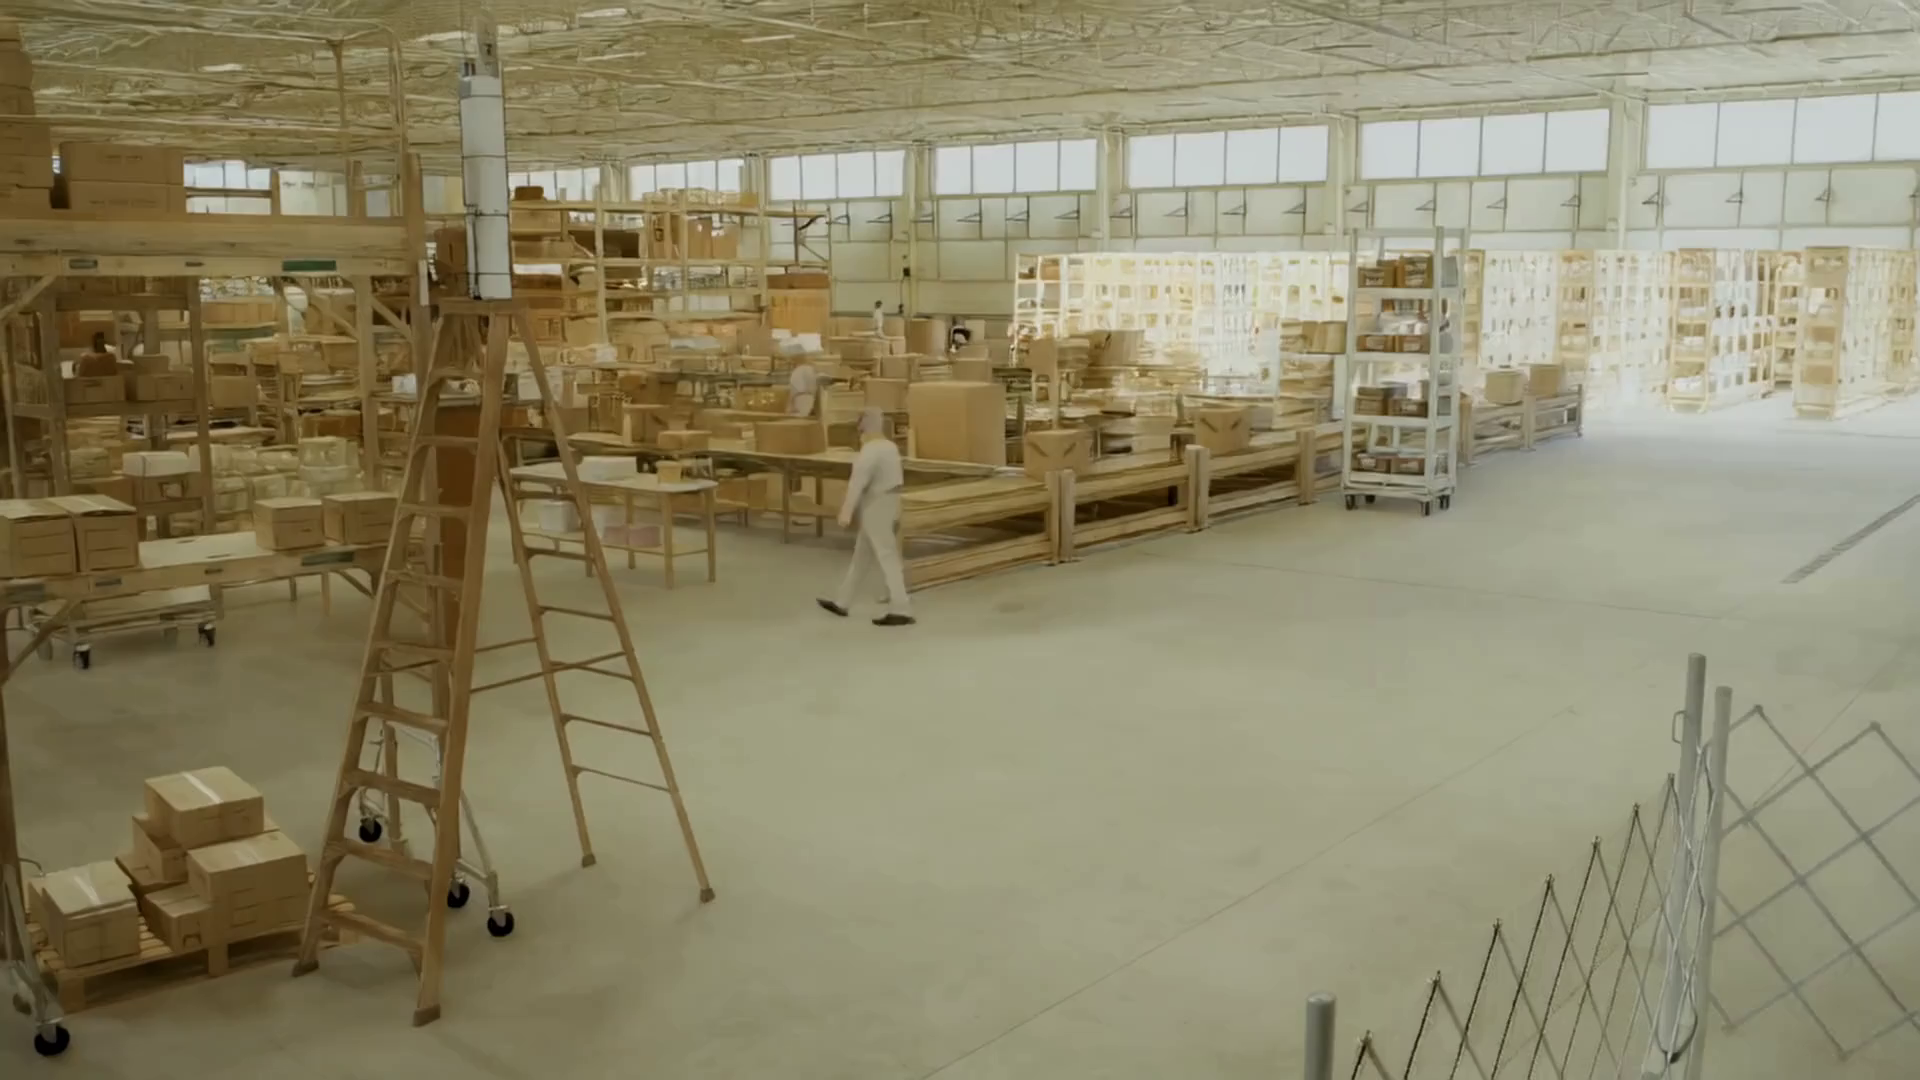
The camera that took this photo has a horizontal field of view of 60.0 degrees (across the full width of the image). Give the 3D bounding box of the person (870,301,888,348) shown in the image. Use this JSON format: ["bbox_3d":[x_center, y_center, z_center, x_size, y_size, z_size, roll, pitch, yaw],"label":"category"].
[{"bbox_3d":[-3.378,-8.828,68.104,0.744,1.919,0.637,-4,10,-21],"label":"person"}]

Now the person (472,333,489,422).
[{"bbox_3d":[-9.635,-3.300,33.908,0.587,1.826,0.404,-9,13,-44],"label":"person"}]

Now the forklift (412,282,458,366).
[{"bbox_3d":[-15.706,-6.528,50.774,1.129,2.768,1.873,7,11,36],"label":"forklift"}]

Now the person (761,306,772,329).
[{"bbox_3d":[-6.406,-6.777,55.144,0.634,1.979,0.628,3,9,16],"label":"person"}]

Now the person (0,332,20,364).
[{"bbox_3d":[-23.738,-4.423,41.517,0.264,1.632,0.507,8,12,41],"label":"person"}]

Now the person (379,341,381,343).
[{"bbox_3d":[-17.790,-5.904,50.379,0.518,1.757,0.337,-7,12,-38],"label":"person"}]

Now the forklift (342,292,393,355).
[{"bbox_3d":[-16.485,-5.622,45.120,1.129,2.768,1.873,7,11,37],"label":"forklift"}]

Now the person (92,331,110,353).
[{"bbox_3d":[-20.643,-4.206,40.087,0.863,1.658,0.539,2,9,11],"label":"person"}]

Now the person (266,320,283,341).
[{"bbox_3d":[-17.098,-4.581,41.788,0.978,1.882,0.534,-4,10,-22],"label":"person"}]

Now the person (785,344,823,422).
[{"bbox_3d":[-2.412,-1.959,25.069,1.054,1.976,0.625,5,10,26],"label":"person"}]

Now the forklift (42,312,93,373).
[{"bbox_3d":[-23.779,-5.451,44.052,1.873,2.768,1.129,7,11,36],"label":"forklift"}]

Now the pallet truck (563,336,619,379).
[{"bbox_3d":[-10.690,-5.294,48.215,1.601,1.201,0.680,-5,10,-26],"label":"pallet truck"}]

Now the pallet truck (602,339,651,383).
[{"bbox_3d":[-8.991,-4.871,45.351,0.653,1.274,1.630,7,11,37],"label":"pallet truck"}]

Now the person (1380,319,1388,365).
[{"bbox_3d":[12.335,-5.675,48.783,0.697,1.817,0.448,-3,10,-18],"label":"person"}]

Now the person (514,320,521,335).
[{"bbox_3d":[-12.586,-5.291,46.638,0.657,1.712,0.839,-1,9,-5],"label":"person"}]

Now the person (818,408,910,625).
[{"bbox_3d":[-0.857,-0.200,14.434,0.950,1.856,0.742,2,9,10],"label":"person"}]
